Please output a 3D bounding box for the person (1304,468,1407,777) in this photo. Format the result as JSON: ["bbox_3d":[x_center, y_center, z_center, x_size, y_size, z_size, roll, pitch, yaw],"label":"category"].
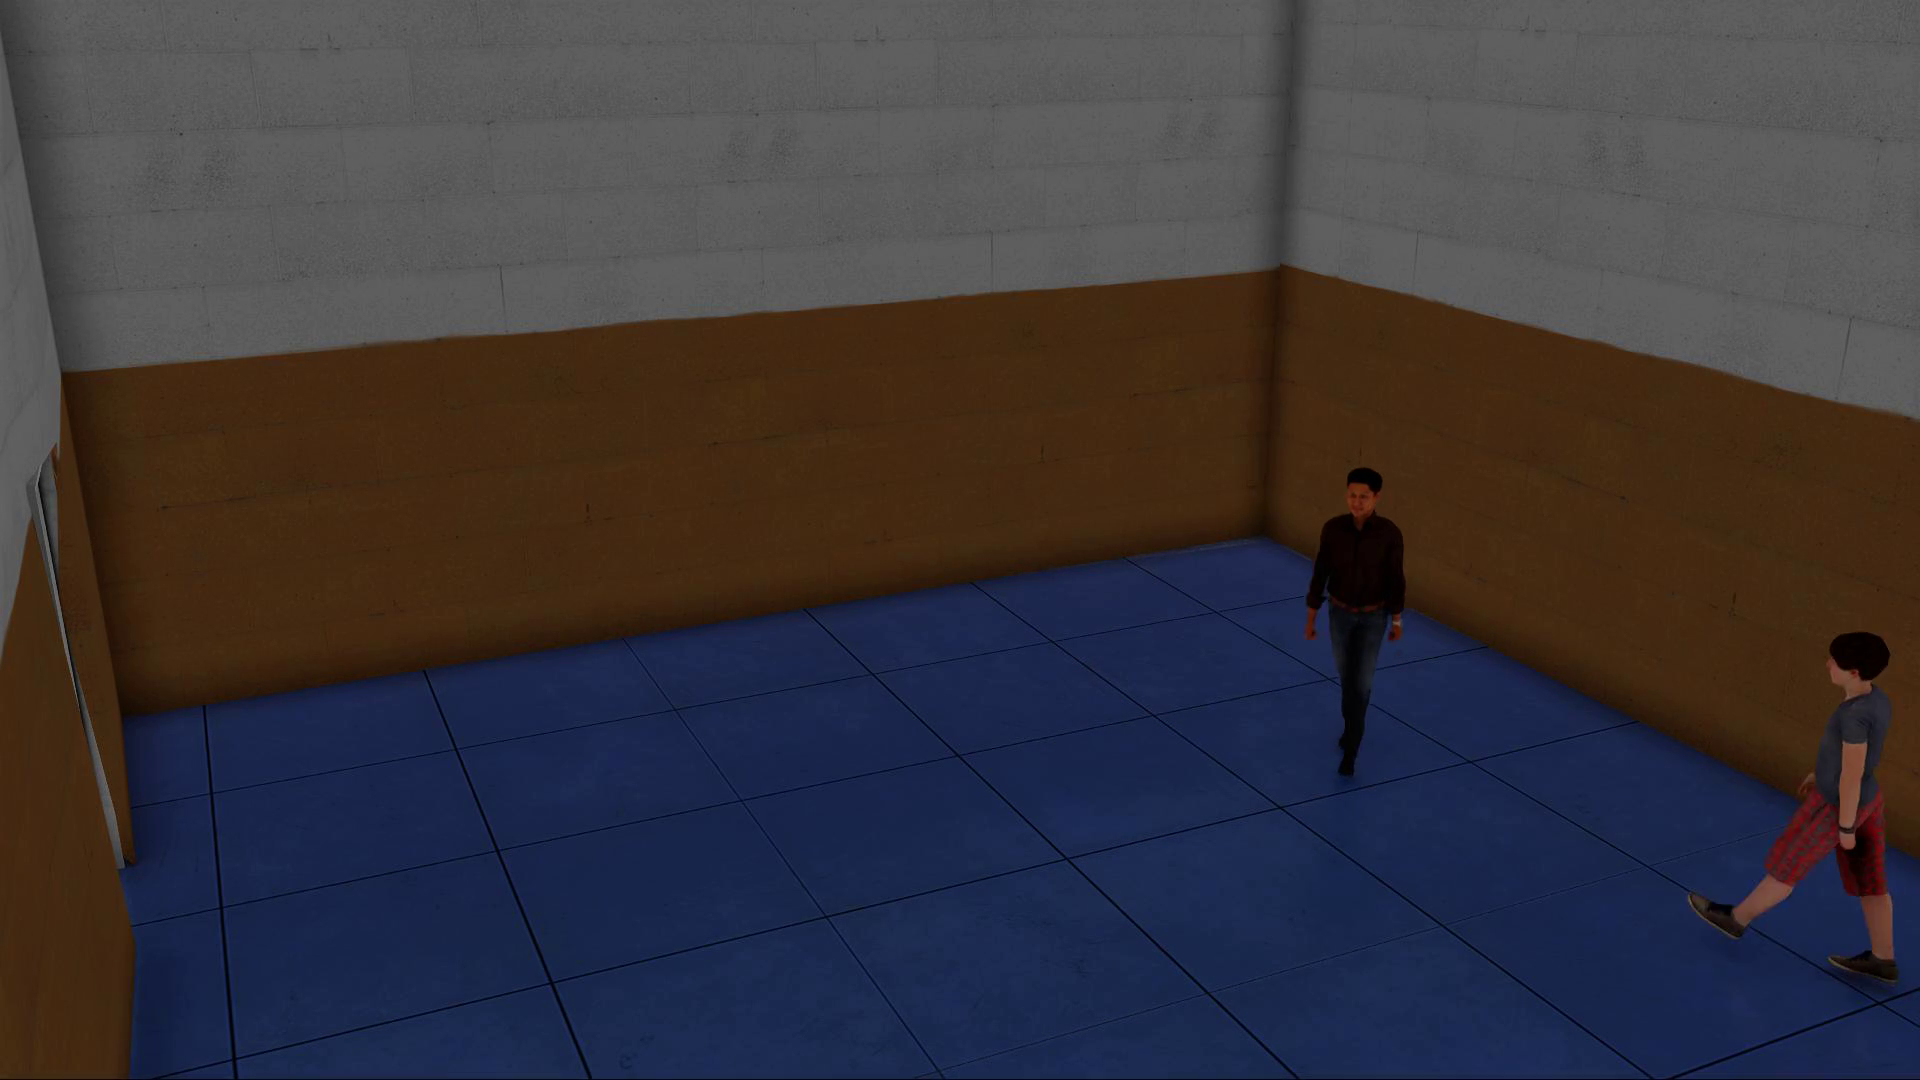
[{"bbox_3d":[2.297,0.421,9.543,1.024,1.745,1.126,9,21,25],"label":"person"}]

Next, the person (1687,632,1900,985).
[{"bbox_3d":[4.005,1.220,7.364,0.925,1.609,1.128,17,25,41],"label":"person"}]
